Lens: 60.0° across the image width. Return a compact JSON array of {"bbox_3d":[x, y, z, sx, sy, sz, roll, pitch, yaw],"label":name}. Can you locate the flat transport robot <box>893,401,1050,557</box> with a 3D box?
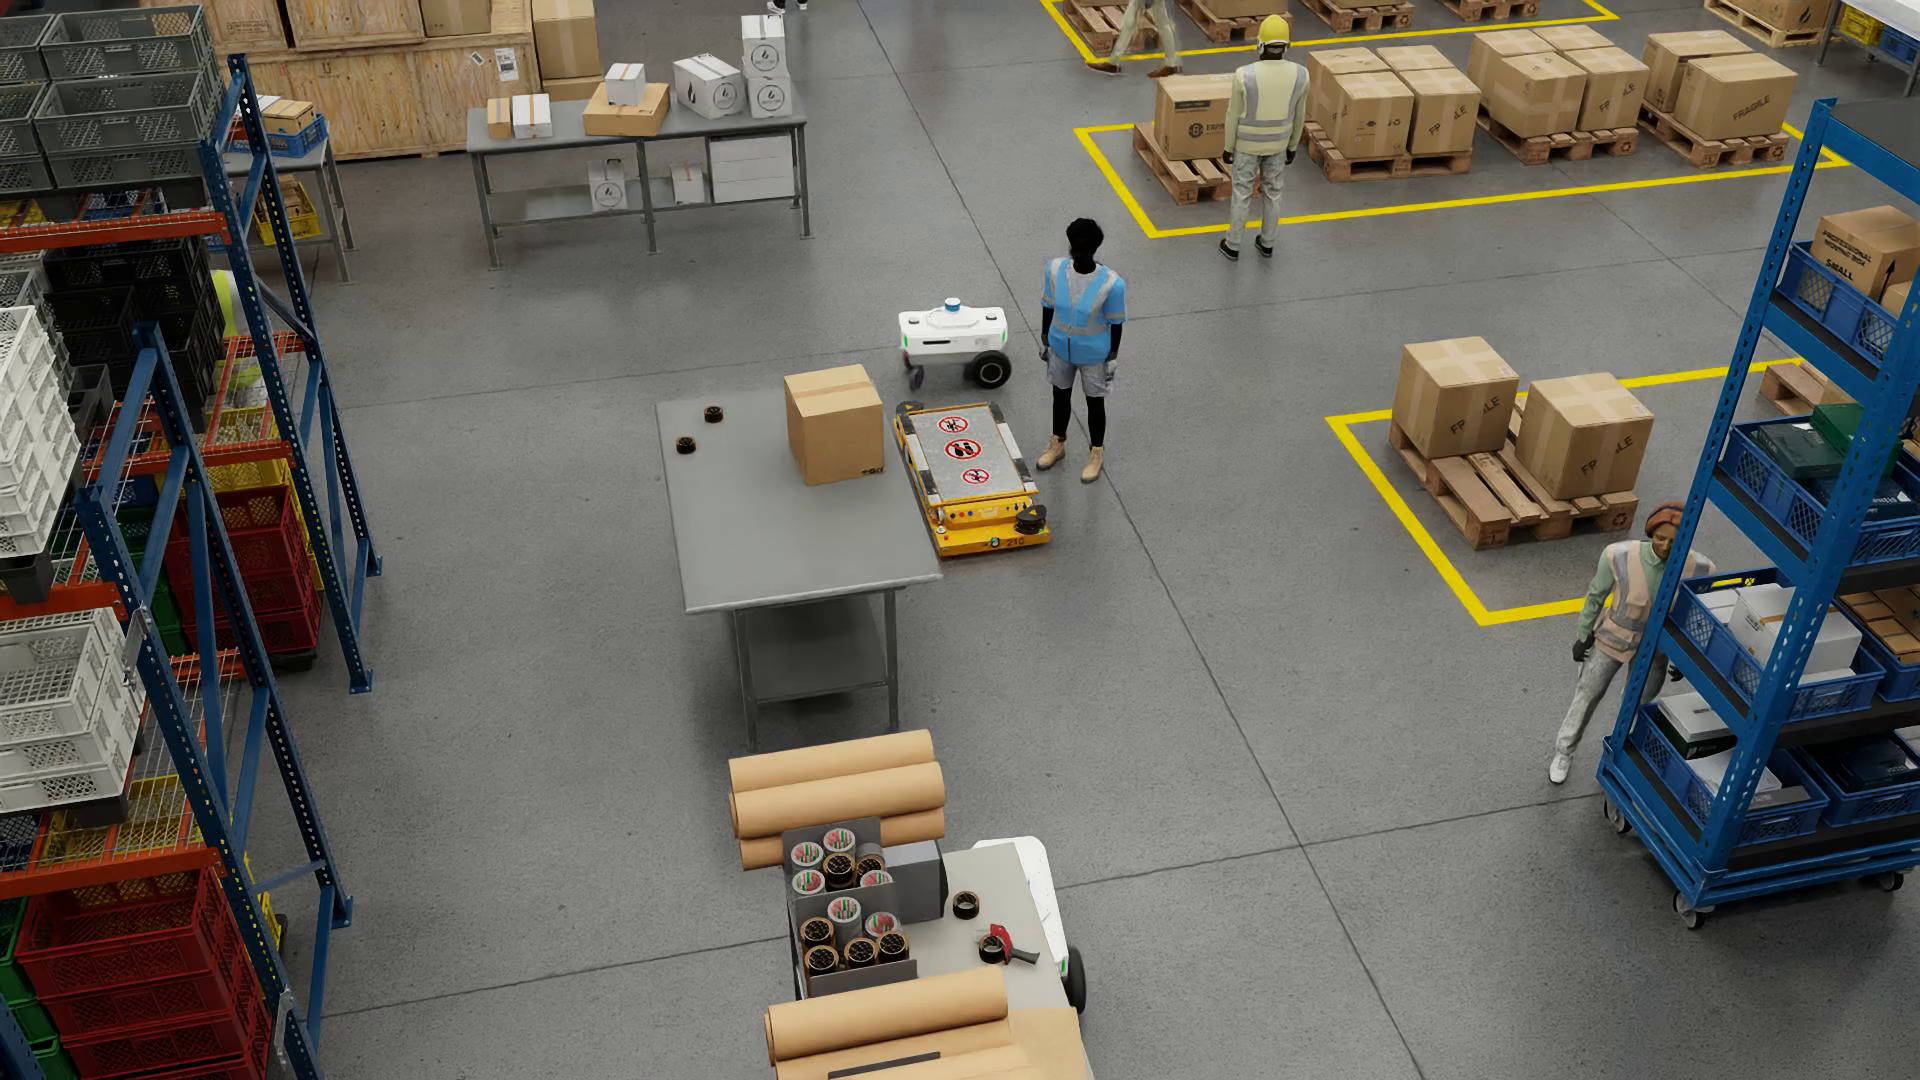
[{"bbox_3d":[0.046,-0.430,10.108,0.652,0.197,1.431,-8,37,-10],"label":"flat transport robot"}]

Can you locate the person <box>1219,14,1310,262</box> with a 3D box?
[{"bbox_3d":[2.202,-2.920,12.167,0.582,1.823,0.403,-6,37,-8],"label":"person"}]

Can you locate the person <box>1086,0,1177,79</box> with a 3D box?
[{"bbox_3d":[1.629,-5.040,15.011,0.921,1.821,0.540,-9,37,-11],"label":"person"}]

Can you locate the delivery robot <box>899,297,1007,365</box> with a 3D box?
[{"bbox_3d":[-0.051,-1.379,11.073,0.707,0.478,0.477,-4,37,-5],"label":"delivery robot"}]

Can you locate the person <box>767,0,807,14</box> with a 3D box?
[{"bbox_3d":[-1.775,-6.217,16.519,0.590,1.916,0.398,-14,39,-19],"label":"person"}]

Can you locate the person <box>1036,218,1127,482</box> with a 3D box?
[{"bbox_3d":[0.706,-1.124,9.854,0.541,1.696,0.315,19,40,23],"label":"person"}]

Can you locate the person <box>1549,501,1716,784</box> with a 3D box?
[{"bbox_3d":[3.118,0.501,7.717,0.523,1.639,0.308,9,38,12],"label":"person"}]

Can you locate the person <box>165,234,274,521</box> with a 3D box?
[{"bbox_3d":[-4.188,-0.941,9.488,0.633,1.843,0.429,-18,40,-22],"label":"person"}]

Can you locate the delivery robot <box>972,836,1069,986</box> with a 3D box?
[{"bbox_3d":[0.242,1.590,7.081,0.477,0.478,0.707,-4,37,-6],"label":"delivery robot"}]
